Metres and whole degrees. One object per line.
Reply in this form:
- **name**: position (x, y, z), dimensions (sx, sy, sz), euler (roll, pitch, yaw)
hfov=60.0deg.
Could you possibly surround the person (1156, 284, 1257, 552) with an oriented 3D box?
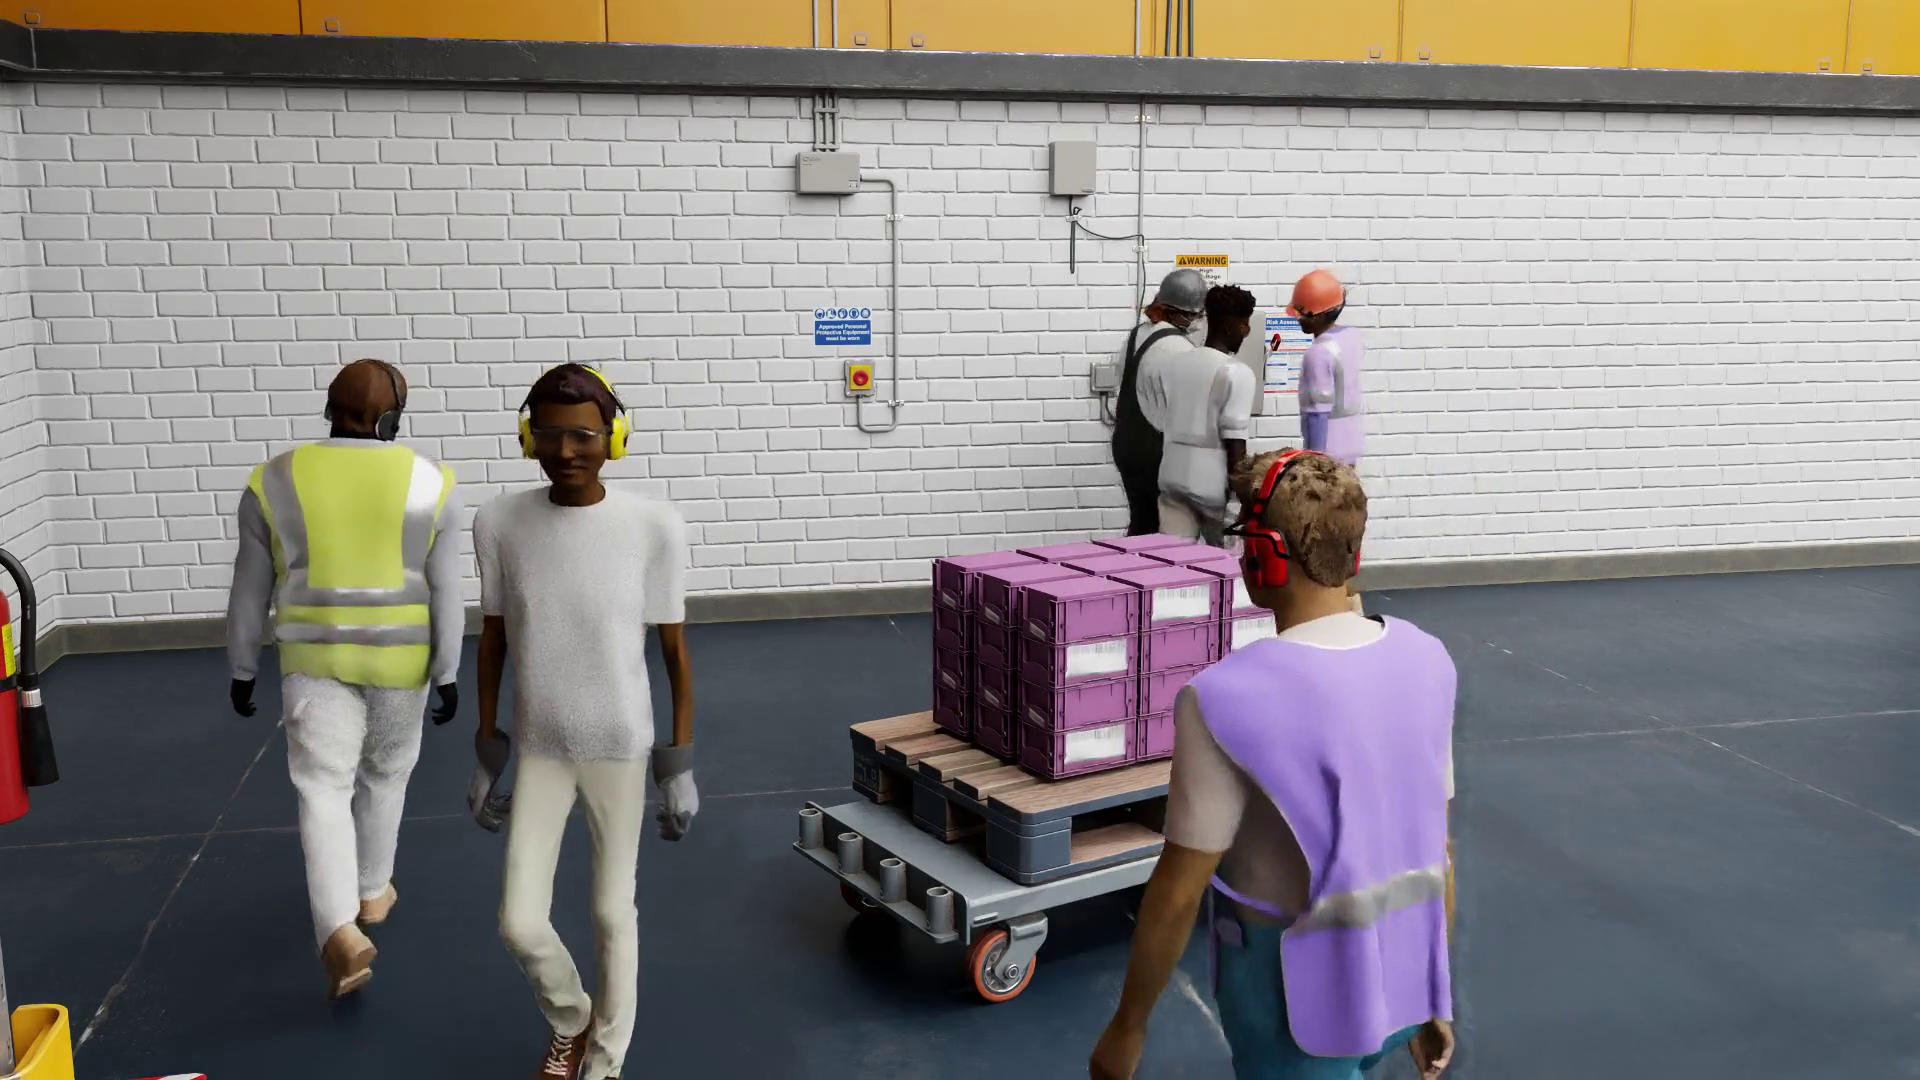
- **person**: position (1.270, -0.277, 8.098), dimensions (0.951, 1.908, 0.601), euler (-9, 14, -42)

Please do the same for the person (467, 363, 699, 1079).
- **person**: position (-0.887, 0.516, 3.876), dimensions (0.563, 1.856, 0.386), euler (0, 10, -2)

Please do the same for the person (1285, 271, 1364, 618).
- **person**: position (1.954, -0.480, 9.119), dimensions (0.718, 1.966, 0.695), euler (7, 12, 32)

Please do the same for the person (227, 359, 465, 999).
- **person**: position (-1.776, 0.377, 4.856), dimensions (0.669, 1.801, 0.936), euler (-3, 11, -17)

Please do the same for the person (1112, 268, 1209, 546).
- **person**: position (1.103, -0.479, 8.887), dimensions (0.545, 2.000, 0.704), euler (-4, 11, -21)

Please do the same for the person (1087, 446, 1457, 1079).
- **person**: position (0.514, 0.744, 2.770), dimensions (0.587, 1.791, 0.955), euler (-8, 13, -39)
